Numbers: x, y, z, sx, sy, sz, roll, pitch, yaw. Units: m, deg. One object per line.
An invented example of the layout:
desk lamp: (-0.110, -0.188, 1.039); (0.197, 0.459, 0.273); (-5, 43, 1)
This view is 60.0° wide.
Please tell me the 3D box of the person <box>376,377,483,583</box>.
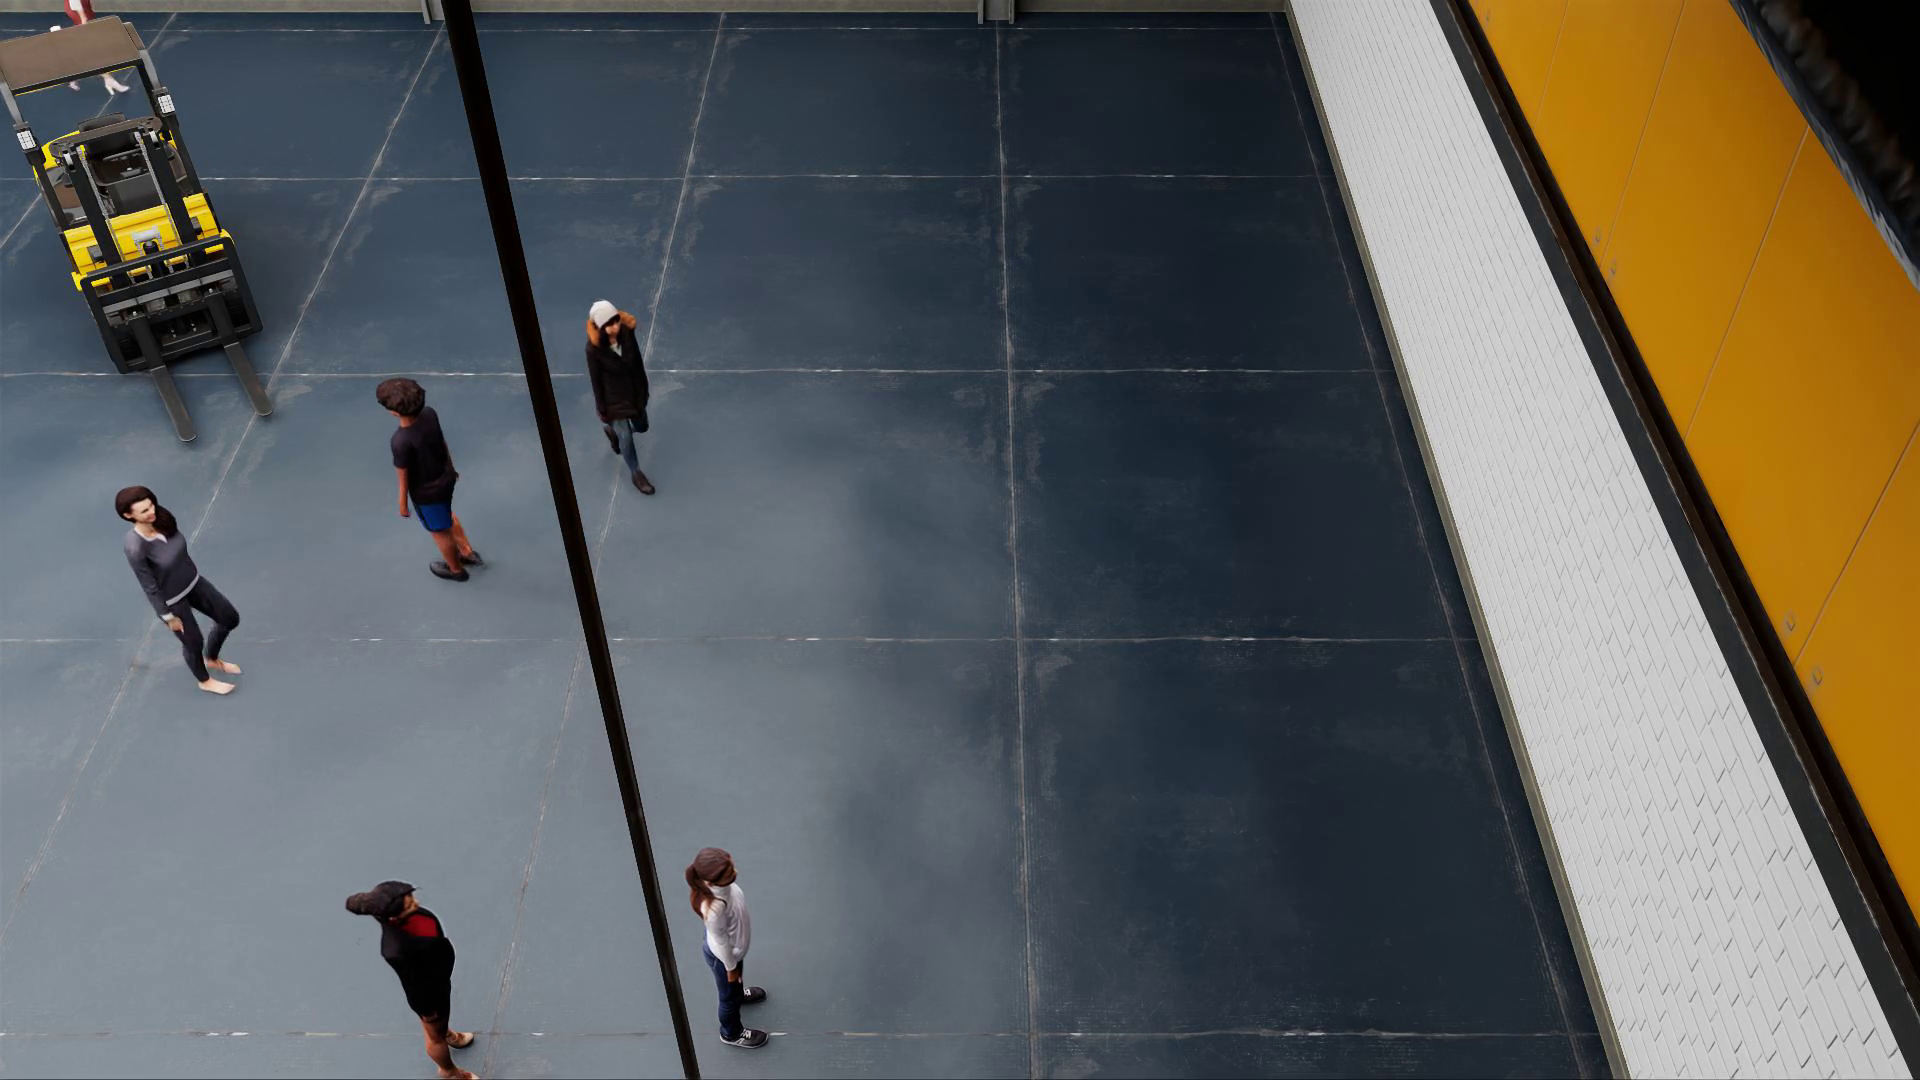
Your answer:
person: (-3.511, -0.366, 11.240); (0.732, 1.788, 0.731); (15, 46, 15)

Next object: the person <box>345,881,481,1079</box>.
person: (-2.752, 2.280, 8.570); (0.704, 1.640, 0.644); (-12, 45, -12)

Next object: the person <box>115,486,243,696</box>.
person: (-5.030, 0.326, 10.536); (0.666, 1.757, 0.670); (6, 44, 6)

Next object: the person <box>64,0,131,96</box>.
person: (-8.673, -5.116, 16.263); (0.919, 1.738, 0.823); (-23, 48, -22)

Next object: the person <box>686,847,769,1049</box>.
person: (-1.242, 2.121, 8.796); (0.539, 1.558, 0.546); (-4, 44, -4)

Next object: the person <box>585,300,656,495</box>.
person: (-2.510, -1.083, 12.114); (0.973, 1.620, 0.909); (34, 53, 30)
